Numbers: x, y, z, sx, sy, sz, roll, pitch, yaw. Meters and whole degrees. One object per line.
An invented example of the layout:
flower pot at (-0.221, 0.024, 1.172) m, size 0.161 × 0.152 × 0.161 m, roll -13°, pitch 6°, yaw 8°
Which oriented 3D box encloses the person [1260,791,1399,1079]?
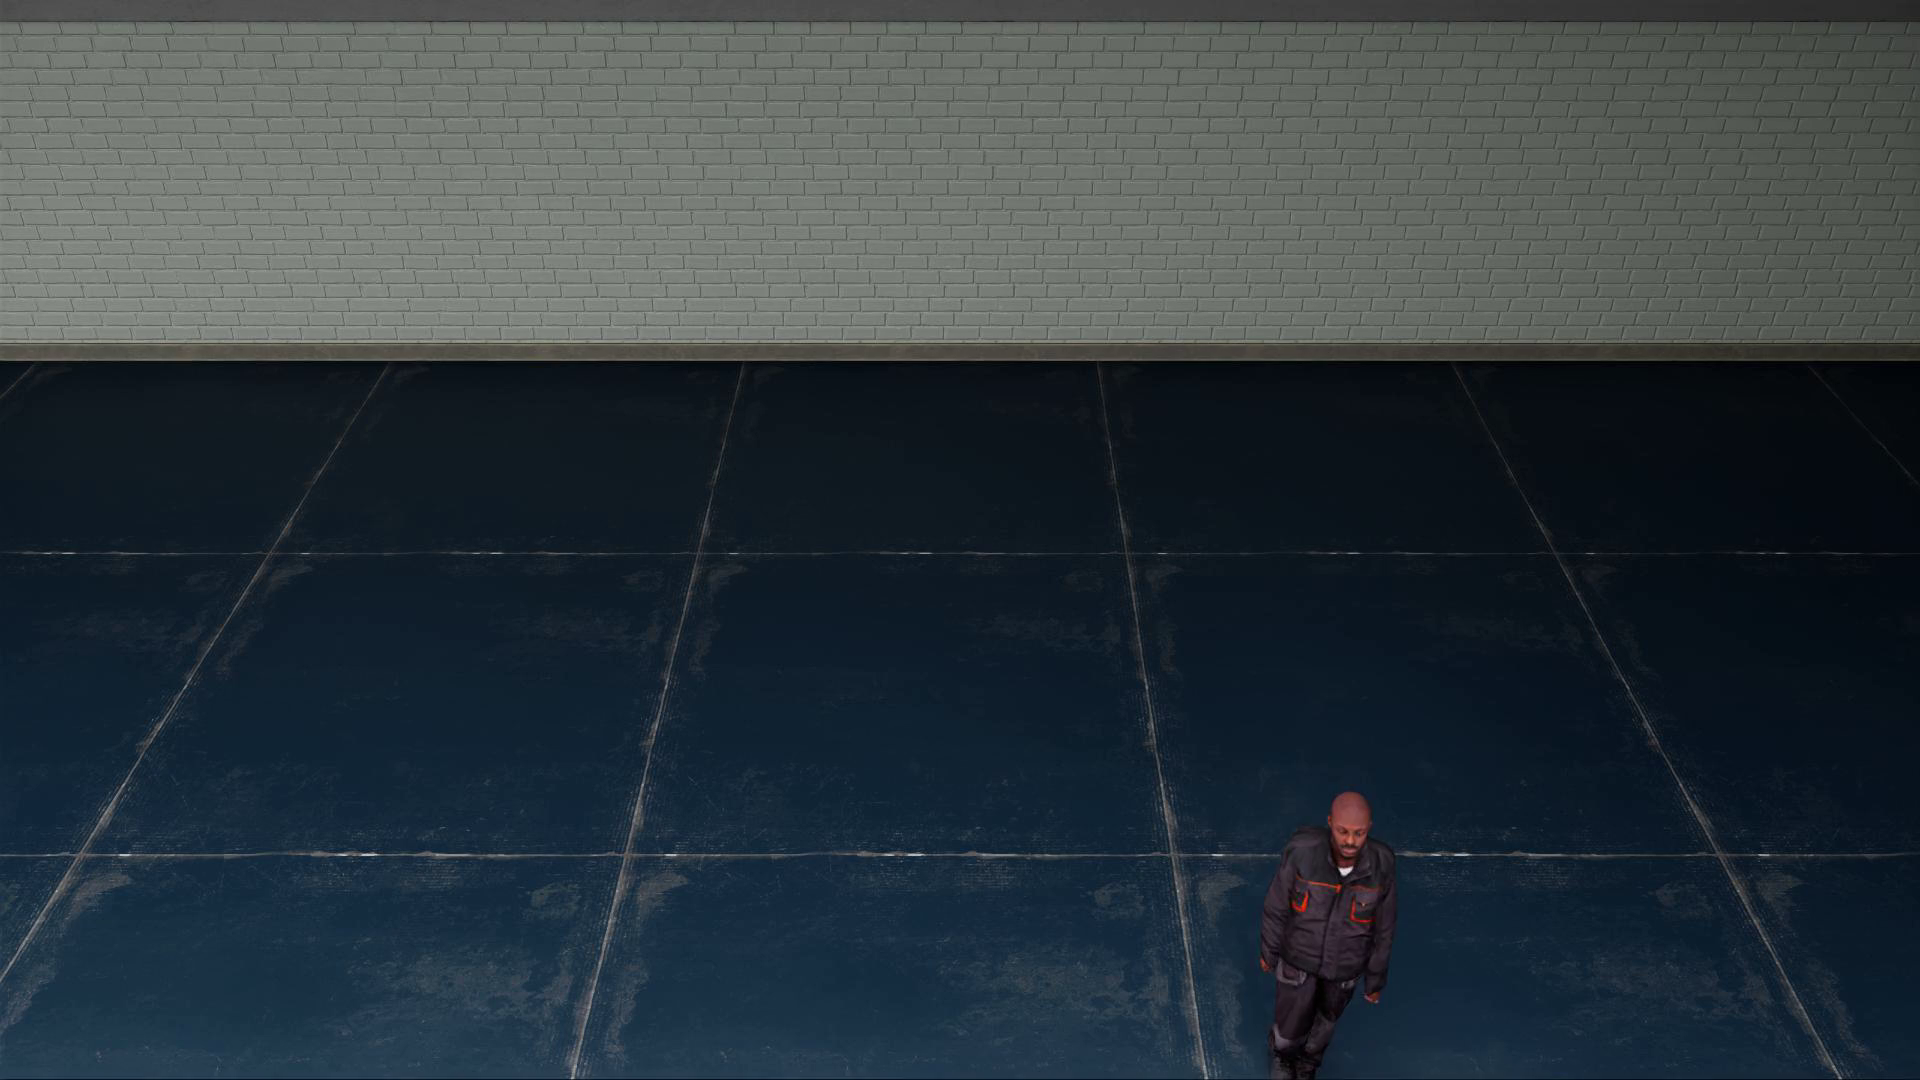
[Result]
person at (1.607, 1.762, 7.401) m, size 0.718 × 1.816 × 0.674 m, roll 2°, pitch 33°, yaw 3°
